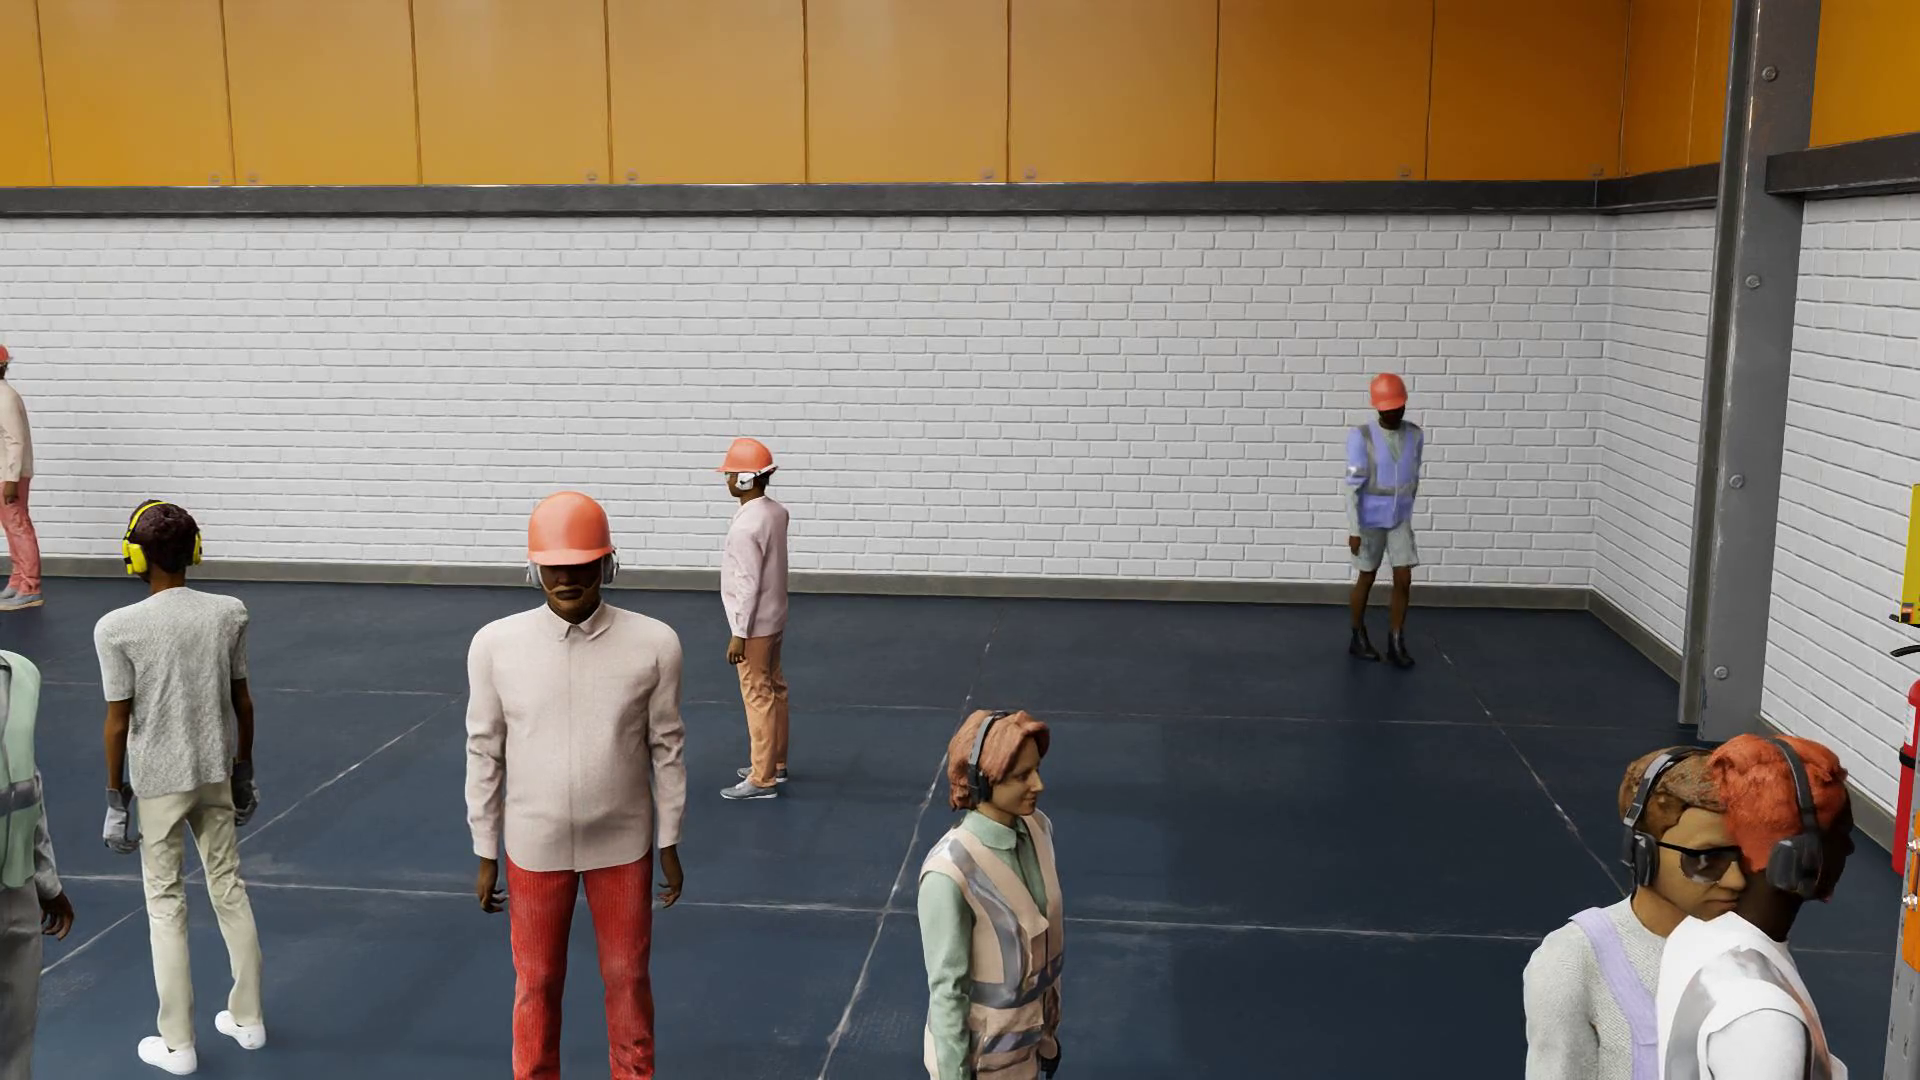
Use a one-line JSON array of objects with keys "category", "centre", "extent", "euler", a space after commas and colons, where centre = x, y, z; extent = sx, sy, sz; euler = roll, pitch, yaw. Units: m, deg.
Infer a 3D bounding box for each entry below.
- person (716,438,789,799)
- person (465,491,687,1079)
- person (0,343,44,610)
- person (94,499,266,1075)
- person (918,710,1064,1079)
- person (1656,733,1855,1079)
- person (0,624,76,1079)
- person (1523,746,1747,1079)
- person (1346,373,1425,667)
[{"category": "person", "centre": [-1.008, 0.377, 8.070], "extent": [0.327, 1.752, 0.562], "euler": [2, 10, 9]}, {"category": "person", "centre": [-1.071, 0.848, 4.686], "extent": [0.610, 1.995, 0.375], "euler": [-2, 10, -13]}, {"category": "person", "centre": [-7.070, -0.482, 12.303], "extent": [0.394, 1.994, 0.612], "euler": [-7, 12, -37]}, {"category": "person", "centre": [-2.525, 0.796, 5.389], "extent": [0.329, 1.861, 0.504], "euler": [7, 12, 34]}, {"category": "person", "centre": [0.075, 1.182, 3.792], "extent": [0.309, 1.641, 0.514], "euler": [5, 11, 26]}, {"category": "person", "centre": [1.264, 1.238, 2.778], "extent": [0.337, 1.879, 0.584], "euler": [2, 10, 10]}, {"category": "person", "centre": [-2.578, 0.947, 4.338], "extent": [0.391, 1.920, 0.593], "euler": [1, 10, 7]}, {"category": "person", "centre": [1.178, 1.245, 2.847], "extent": [0.508, 1.846, 0.345], "euler": [-5, 11, -24]}, {"category": "person", "centre": [2.670, -0.125, 10.542], "extent": [0.558, 1.886, 0.712], "euler": [-2, 10, -12]}]
